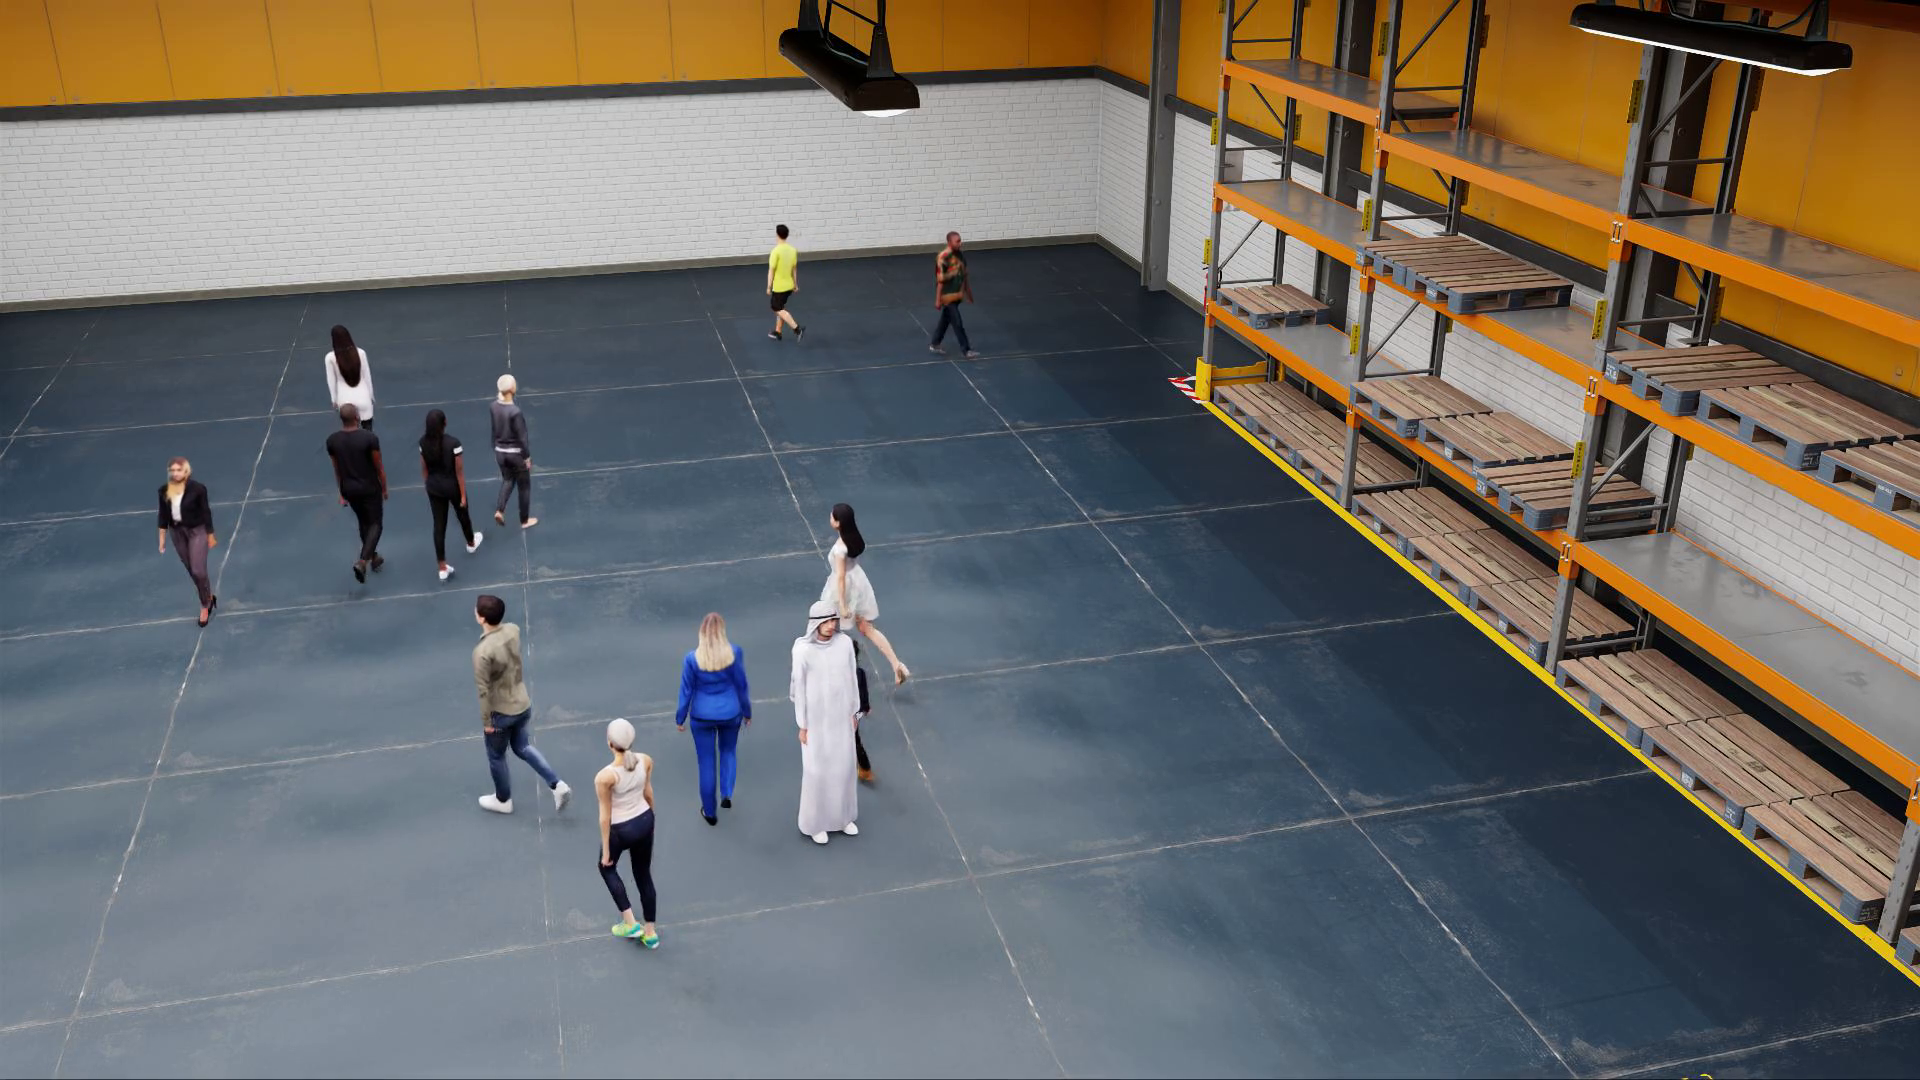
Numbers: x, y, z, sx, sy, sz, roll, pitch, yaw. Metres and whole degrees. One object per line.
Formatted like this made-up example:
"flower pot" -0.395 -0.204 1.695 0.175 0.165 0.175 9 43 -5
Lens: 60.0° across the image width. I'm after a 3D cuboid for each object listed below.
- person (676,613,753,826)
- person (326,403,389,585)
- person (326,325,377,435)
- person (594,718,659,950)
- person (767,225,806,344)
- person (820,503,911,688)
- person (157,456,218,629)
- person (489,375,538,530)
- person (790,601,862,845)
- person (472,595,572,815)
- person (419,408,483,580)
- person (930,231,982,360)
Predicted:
"person" -1.783 1.363 12.370 0.717 1.686 0.606 -9 25 -19
"person" -5.900 -0.425 16.322 0.896 1.797 1.145 2 24 5
"person" -6.885 -1.546 18.881 0.682 1.801 0.739 -9 25 -21
"person" -2.125 1.982 10.950 0.734 1.688 0.766 -21 32 -40
"person" -2.482 -3.629 23.815 1.105 1.667 1.000 16 28 32
"person" -0.865 0.528 14.213 1.136 1.740 1.123 11 26 24
"person" -7.175 -0.038 15.613 0.737 1.655 0.812 3 24 6
"person" -4.767 -0.895 17.500 0.827 1.714 0.891 11 26 23
"person" -0.978 1.308 12.202 0.757 1.922 0.762 -16 28 -32
"person" -3.308 1.264 12.393 1.130 1.849 1.104 10 26 22
"person" -5.125 -0.432 16.483 0.930 1.681 1.255 2 24 5
"person" -0.193 -3.410 23.201 1.266 1.756 1.136 17 29 34
